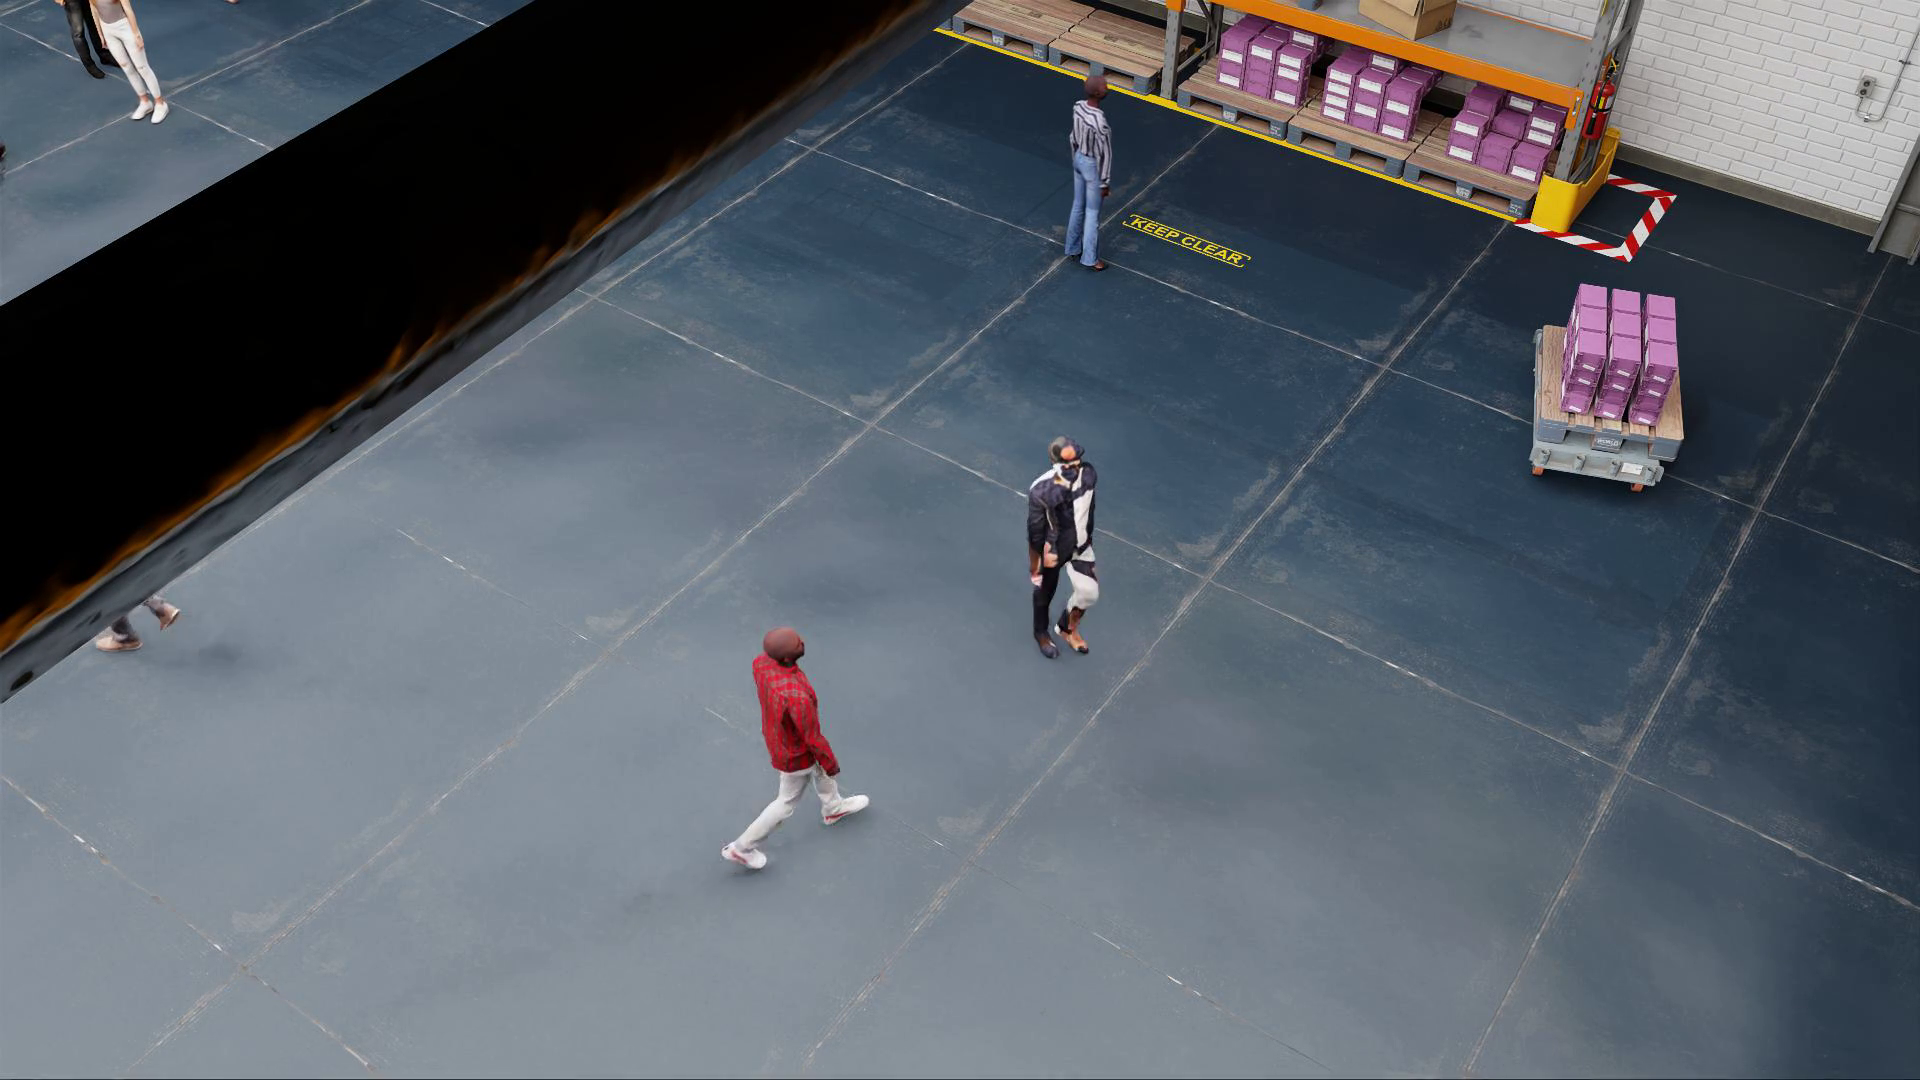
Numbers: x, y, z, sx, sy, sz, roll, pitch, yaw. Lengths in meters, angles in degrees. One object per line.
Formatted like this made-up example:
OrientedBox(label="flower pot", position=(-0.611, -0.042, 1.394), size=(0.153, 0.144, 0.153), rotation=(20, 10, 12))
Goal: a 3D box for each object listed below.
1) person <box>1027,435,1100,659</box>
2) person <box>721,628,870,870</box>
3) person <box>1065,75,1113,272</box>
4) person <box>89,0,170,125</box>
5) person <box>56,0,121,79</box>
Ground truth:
OrientedBox(label="person", position=(0.604, 0.006, 10.757), size=(0.818, 1.877, 0.813), rotation=(-23, 48, -22))
OrientedBox(label="person", position=(-1.028, 1.213, 9.546), size=(1.115, 1.800, 1.239), rotation=(-18, 46, -18))
OrientedBox(label="person", position=(1.099, -3.107, 14.084), size=(0.754, 1.796, 0.617), rotation=(-21, 48, -21))
OrientedBox(label="person", position=(-8.051, -4.870, 15.992), size=(0.610, 1.716, 0.728), rotation=(6, 44, 7))
OrientedBox(label="person", position=(-8.890, -5.562, 16.657), size=(0.584, 1.800, 0.702), rotation=(20, 47, 19))
